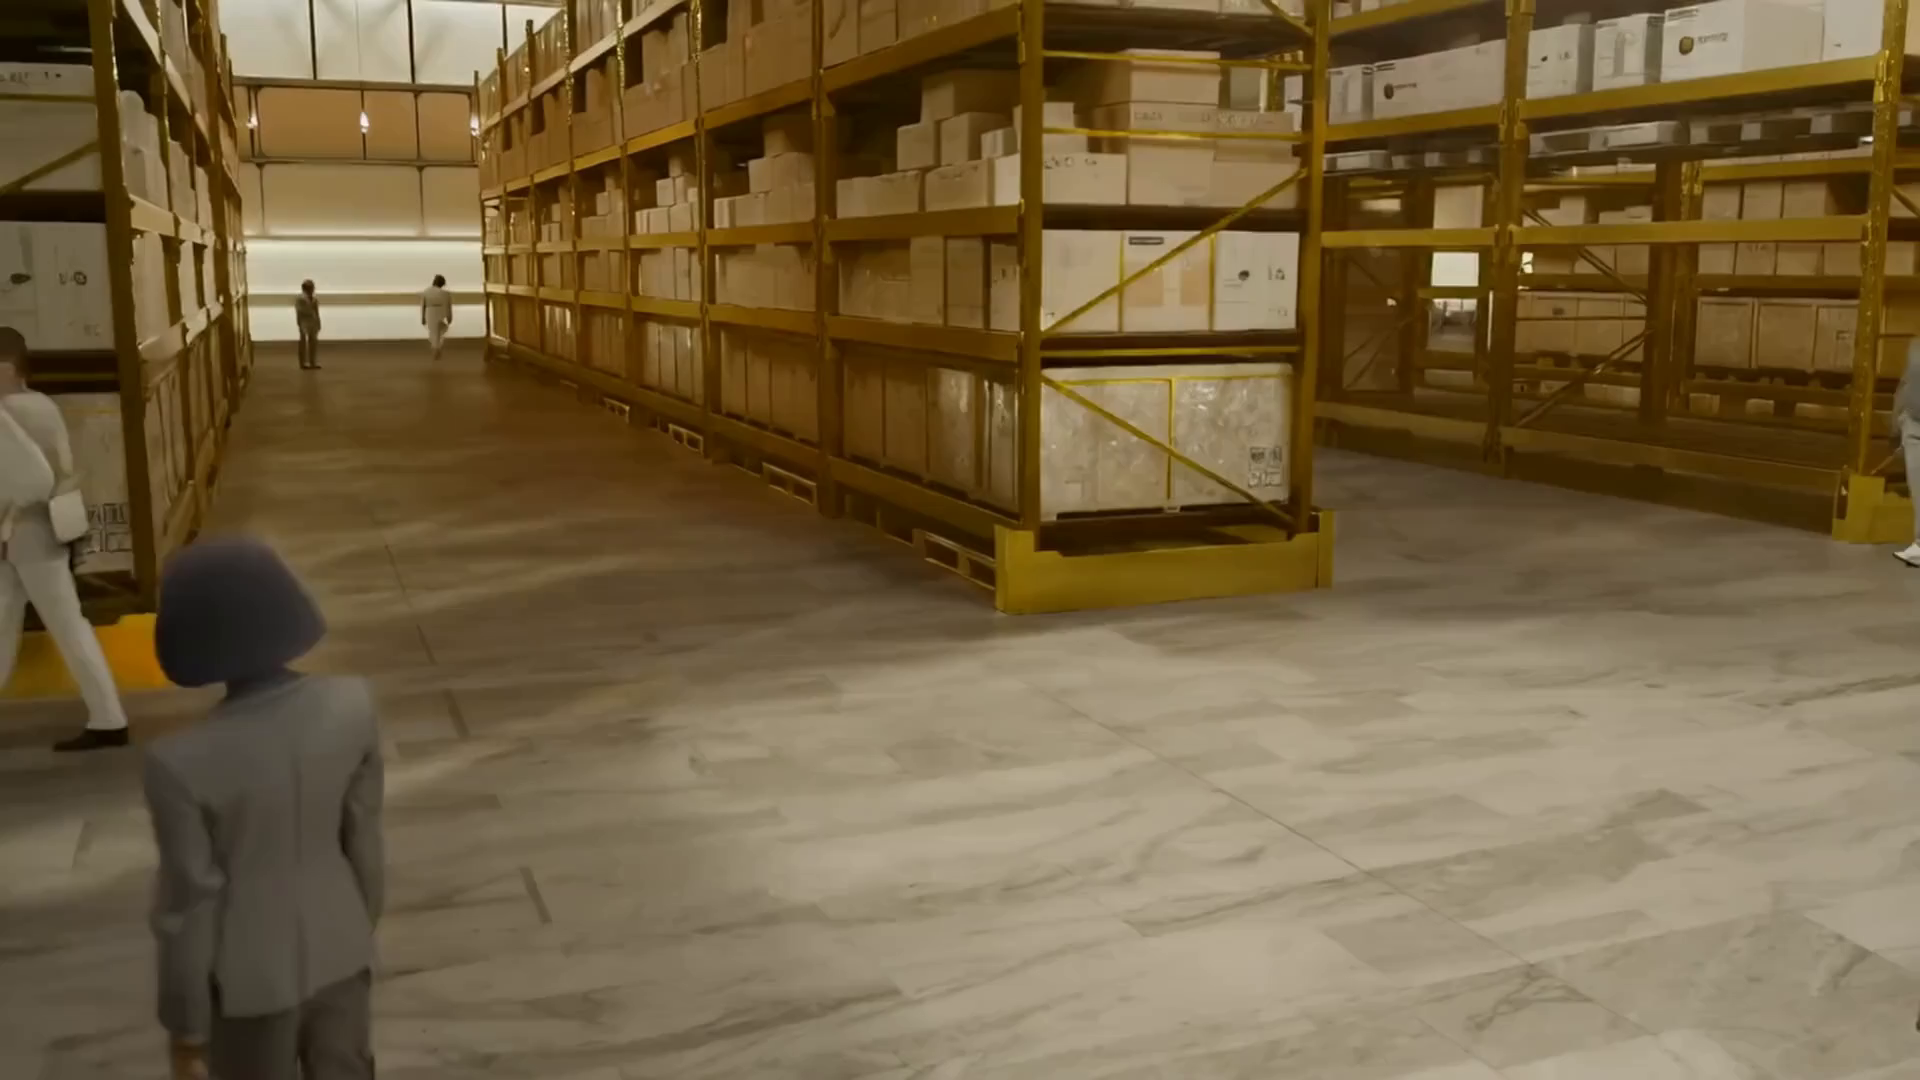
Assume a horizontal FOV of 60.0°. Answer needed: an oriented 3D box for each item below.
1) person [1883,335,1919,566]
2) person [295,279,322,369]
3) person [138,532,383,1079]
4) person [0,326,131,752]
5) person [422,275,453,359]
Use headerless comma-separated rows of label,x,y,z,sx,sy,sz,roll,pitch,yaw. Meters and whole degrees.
person,6.679,-0.766,11.424,0.478,1.900,0.686,-3,10,-17
person,-12.680,-4.198,32.418,0.356,1.743,0.559,4,10,21
person,-1.153,0.785,2.914,0.651,1.612,0.509,5,11,27
person,-3.991,0.026,6.925,0.925,1.804,0.574,-4,10,-22
person,-11.184,-4.755,35.555,0.663,1.813,0.678,-1,10,-4
